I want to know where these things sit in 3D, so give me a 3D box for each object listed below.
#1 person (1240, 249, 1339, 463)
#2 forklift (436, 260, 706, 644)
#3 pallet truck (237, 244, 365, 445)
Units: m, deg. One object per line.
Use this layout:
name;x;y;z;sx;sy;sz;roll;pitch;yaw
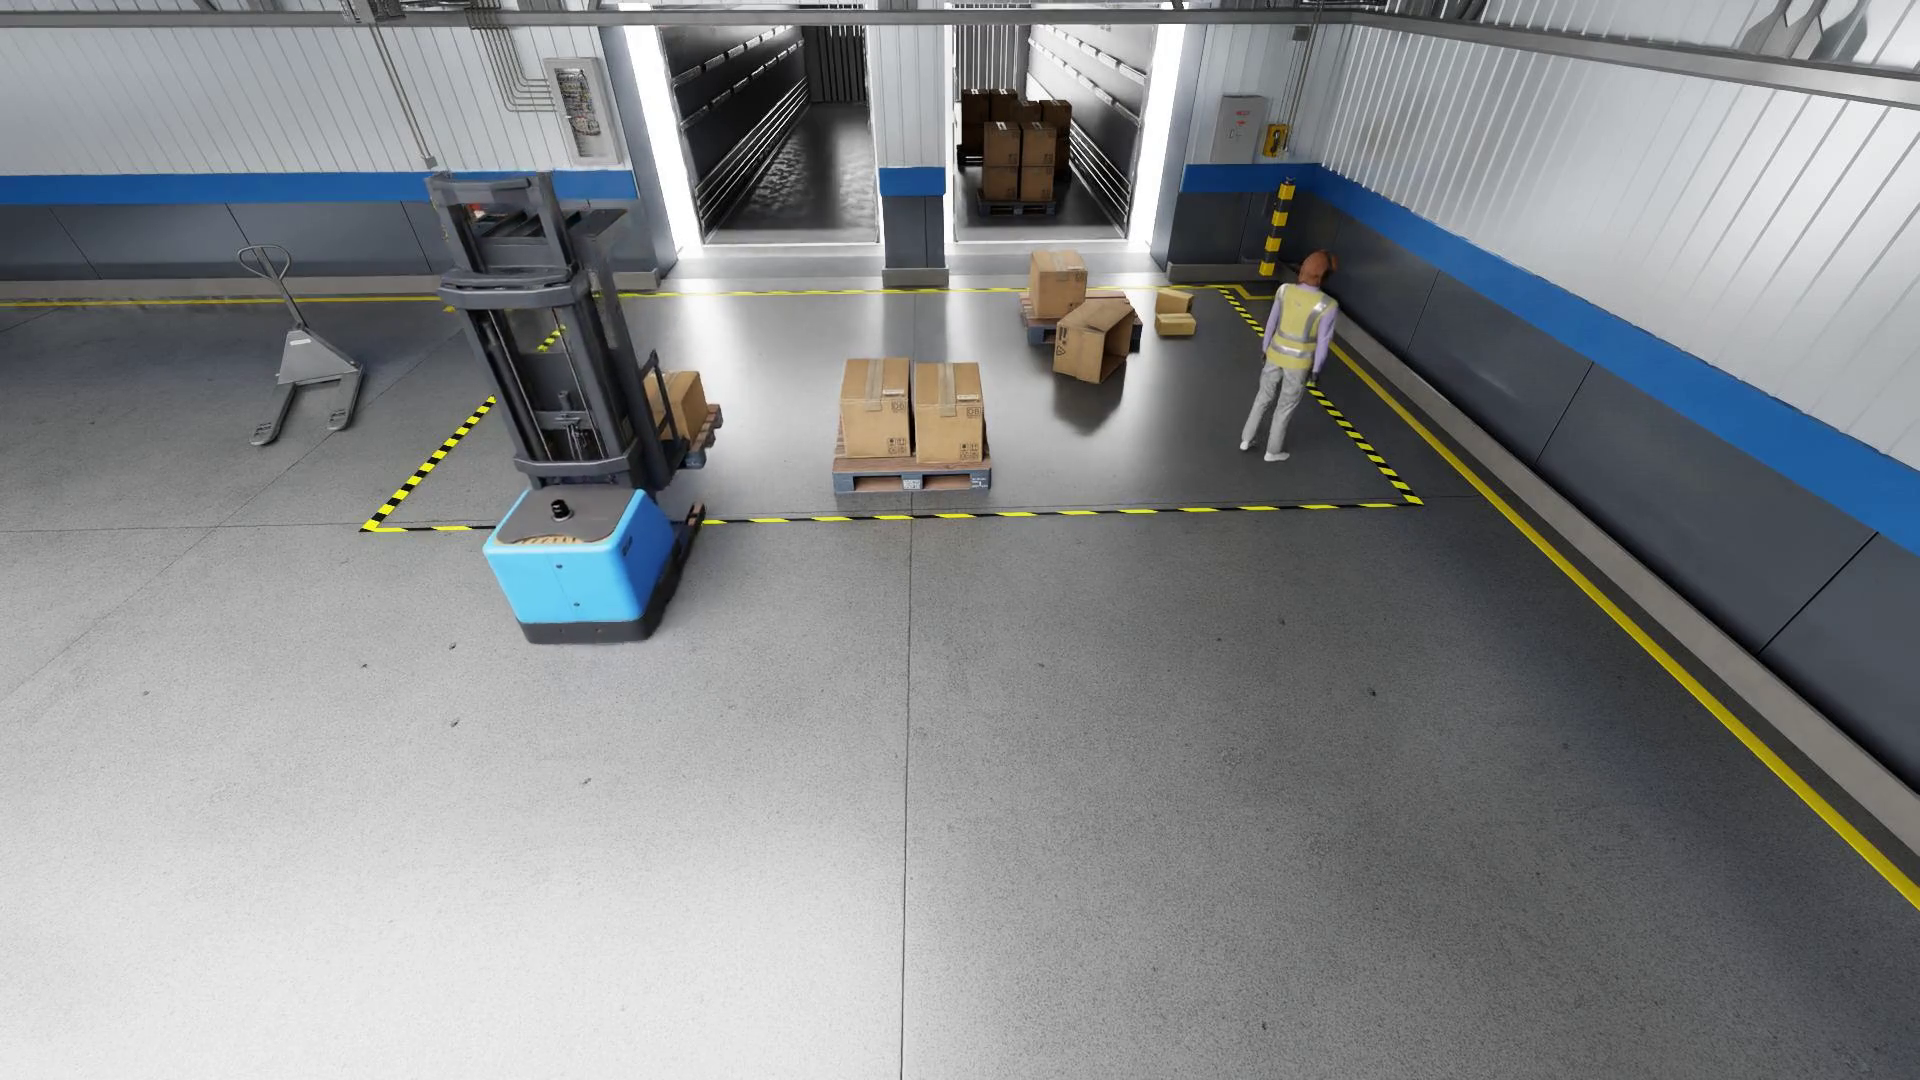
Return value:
person;2.498;-1.348;5.559;0.307;1.635;0.520;-23;44;-26
forklift;-2.212;-0.423;4.069;0.716;2.013;0.776;-1;38;-1
pallet truck;-5.915;-1.733;6.366;0.680;1.201;1.601;-18;42;-21
